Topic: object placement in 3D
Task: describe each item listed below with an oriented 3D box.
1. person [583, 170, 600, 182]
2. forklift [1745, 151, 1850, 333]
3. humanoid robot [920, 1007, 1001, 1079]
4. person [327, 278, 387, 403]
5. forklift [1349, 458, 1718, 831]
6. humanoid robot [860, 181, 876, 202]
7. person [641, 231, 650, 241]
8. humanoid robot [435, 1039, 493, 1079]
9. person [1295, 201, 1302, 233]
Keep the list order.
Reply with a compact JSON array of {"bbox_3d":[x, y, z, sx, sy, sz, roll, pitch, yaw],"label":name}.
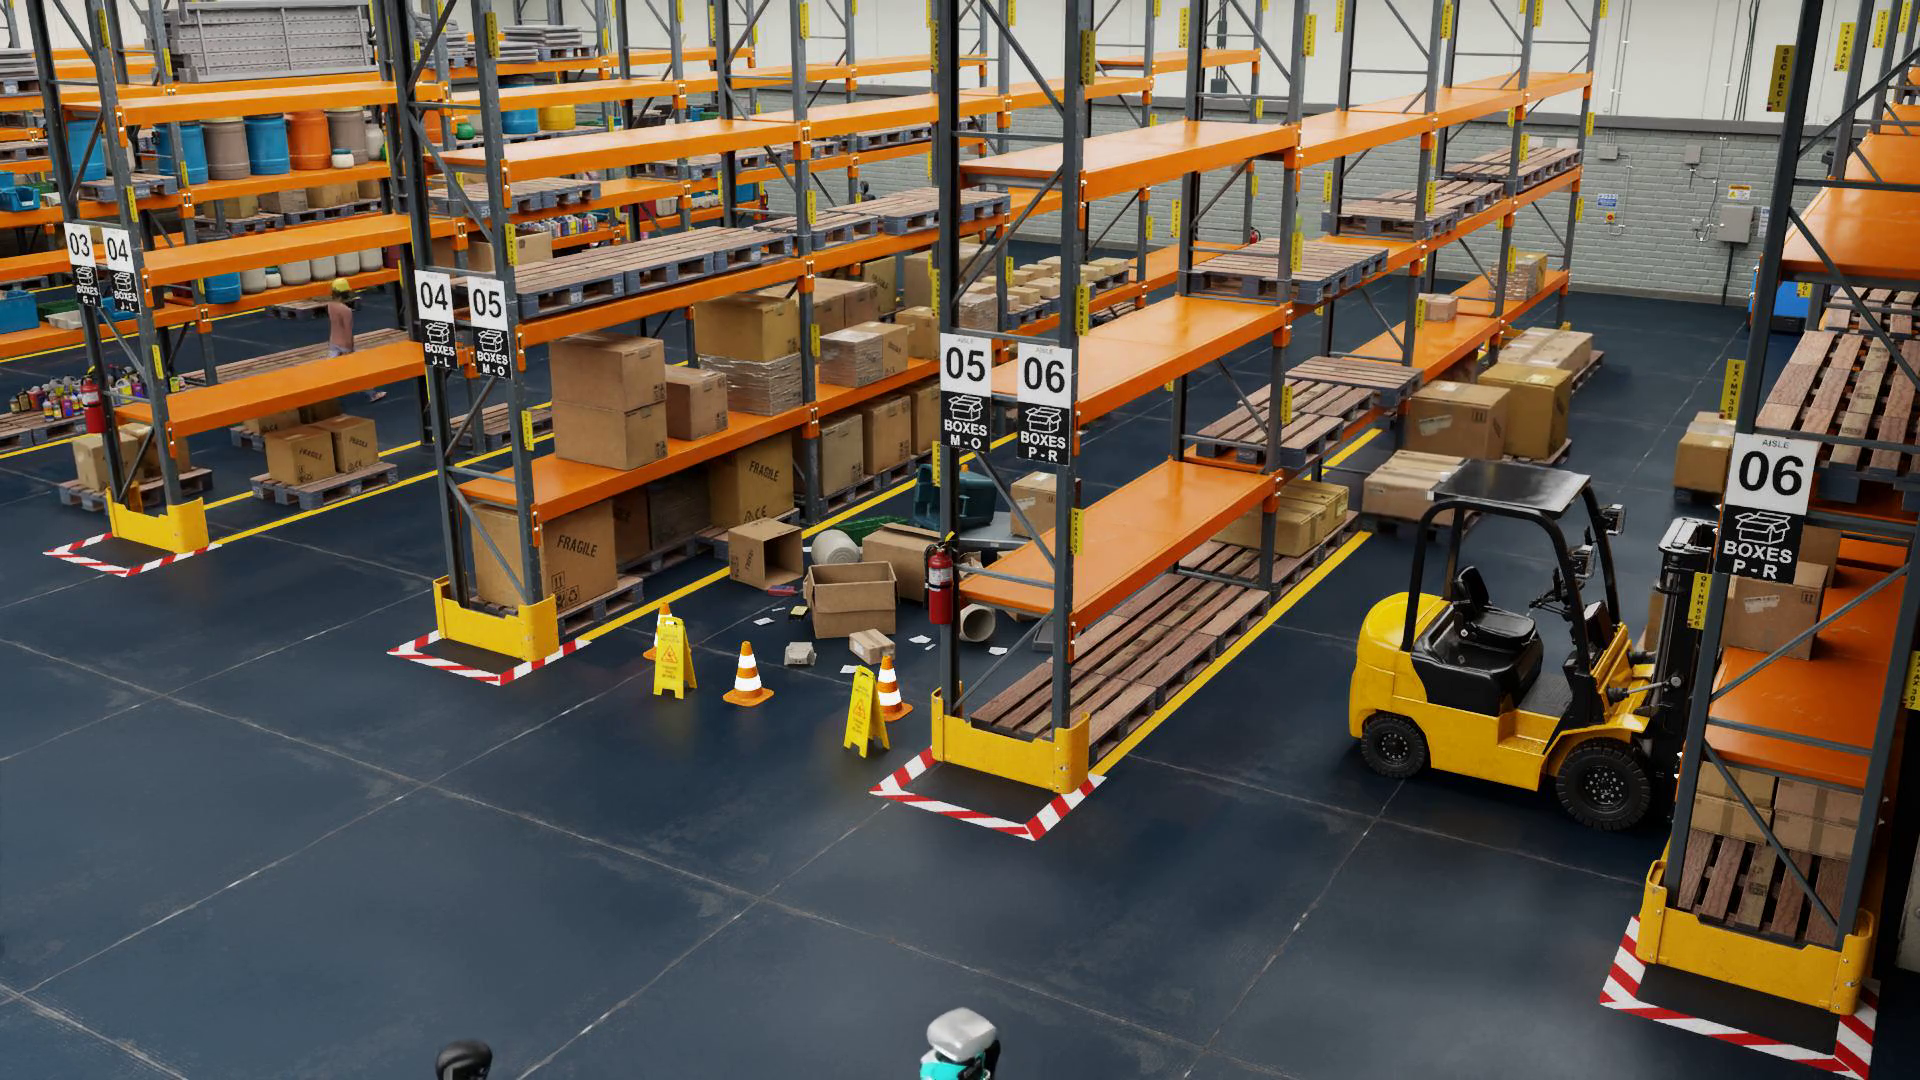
[{"bbox_3d":[-7.952,-7.474,36.056,0.416,1.680,0.497,9,21,23],"label":"person"},{"bbox_3d":[13.620,-4.667,26.137,1.873,2.768,1.129,11,22,29],"label":"forklift"},{"bbox_3d":[0.153,2.721,6.500,0.686,1.784,0.560,13,23,32],"label":"humanoid robot"},{"bbox_3d":[-8.075,-2.578,21.845,0.537,1.712,0.932,12,23,32],"label":"person"},{"bbox_3d":[3.988,0.658,11.776,2.313,2.155,1.214,11,22,29],"label":"forklift"},{"bbox_3d":[-1.848,-6.095,32.083,0.610,1.643,0.370,-14,23,-34],"label":"humanoid robot"},{"bbox_3d":[-6.560,-6.817,34.013,0.529,1.772,0.596,-6,20,-16],"label":"person"},{"bbox_3d":[-1.895,2.706,6.689,0.763,1.620,0.601,-7,20,-19],"label":"humanoid robot"},{"bbox_3d":[5.964,-5.291,29.757,0.567,1.676,0.534,14,23,34],"label":"person"}]
